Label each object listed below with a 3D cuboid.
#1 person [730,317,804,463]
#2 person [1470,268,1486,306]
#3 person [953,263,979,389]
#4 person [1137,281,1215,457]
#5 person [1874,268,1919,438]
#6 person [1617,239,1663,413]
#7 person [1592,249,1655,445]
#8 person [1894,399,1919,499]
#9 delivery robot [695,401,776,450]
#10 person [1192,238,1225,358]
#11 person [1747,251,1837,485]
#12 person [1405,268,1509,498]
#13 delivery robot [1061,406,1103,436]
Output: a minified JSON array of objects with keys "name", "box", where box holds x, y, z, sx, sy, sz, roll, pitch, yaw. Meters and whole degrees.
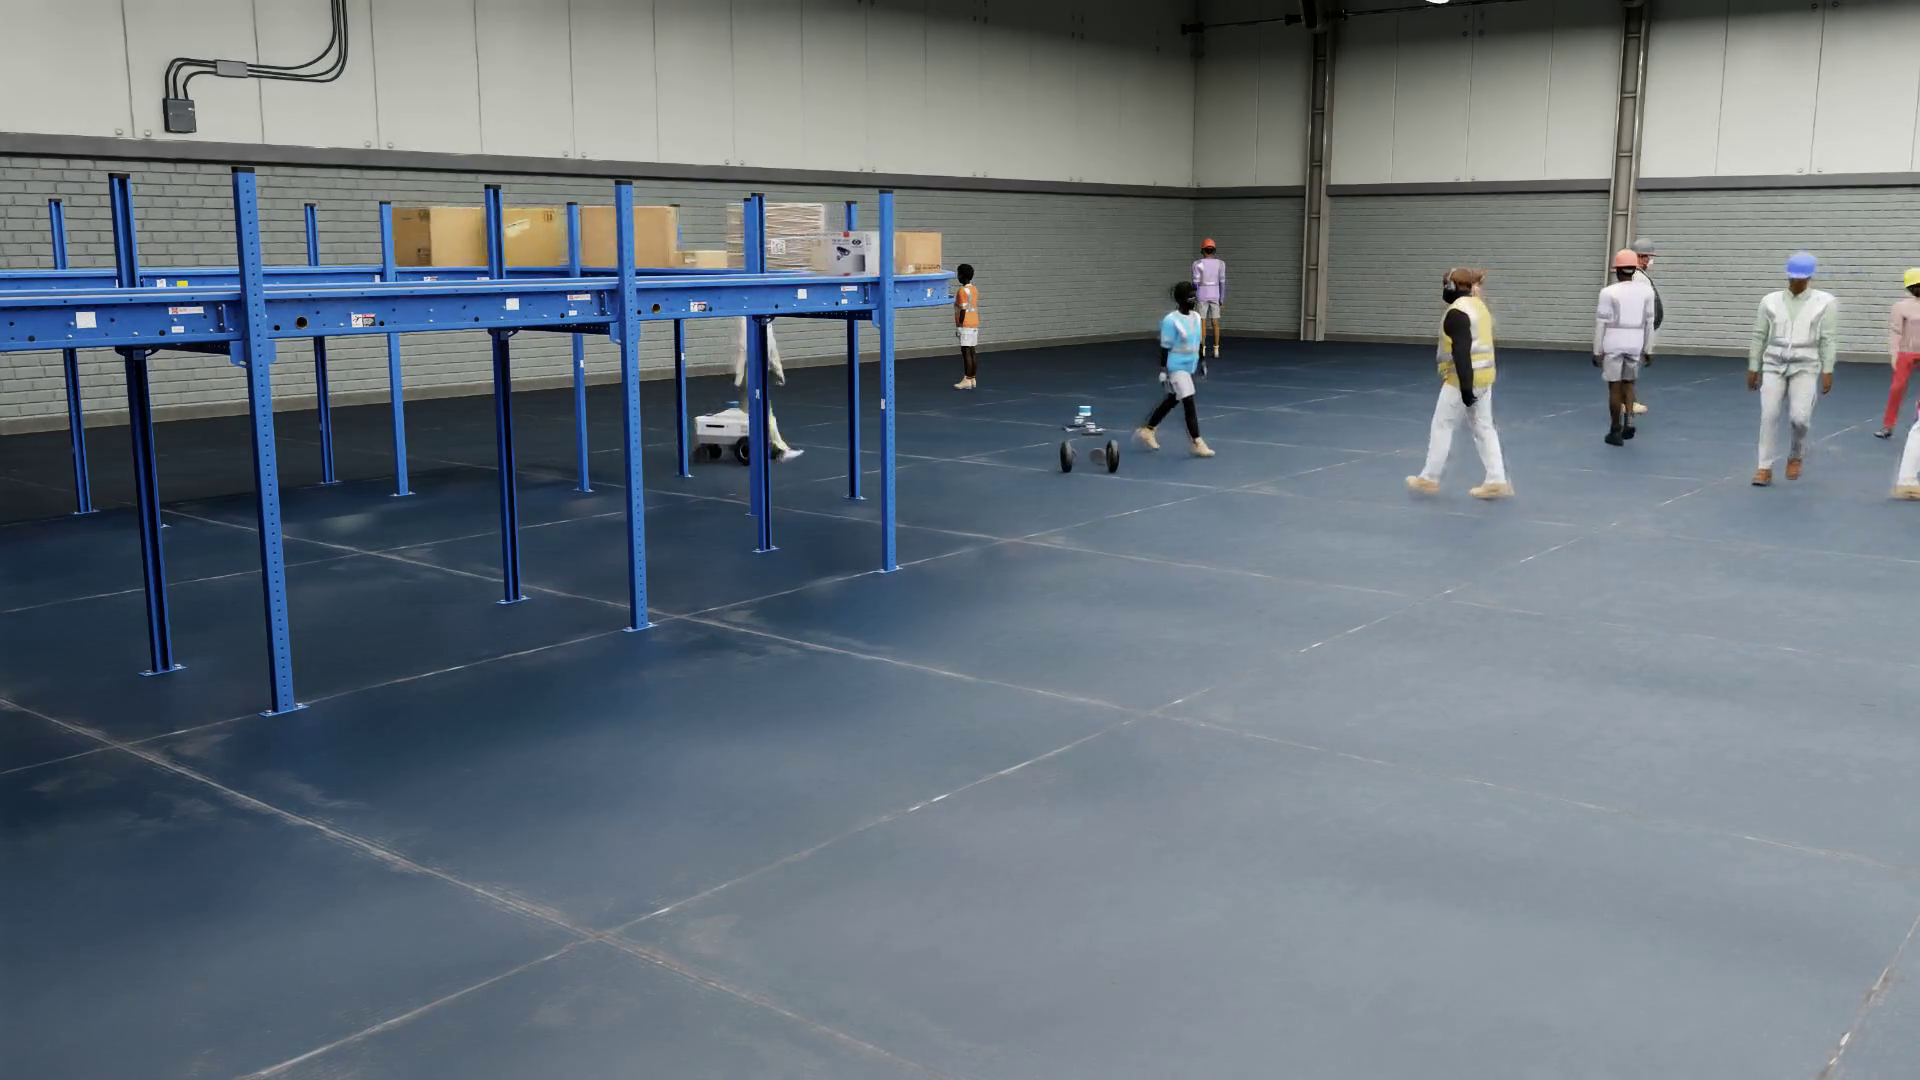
[{"name":"person","box":[-1.776,-1.489,15.083,0.843,1.589,0.543,3,11,18]},{"name":"person","box":[7.236,-2.997,23.338,0.403,1.632,0.531,0,10,-1]},{"name":"person","box":[0.085,-2.916,22.707,0.318,1.699,0.535,3,11,18]},{"name":"person","box":[2.041,-1.633,15.731,0.862,1.649,0.582,9,14,41]},{"name":"person","box":[9.687,-1.879,16.878,0.625,1.731,0.358,3,11,15]},{"name":"person","box":[8.025,-2.521,19.687,0.536,2.000,0.688,2,10,12]},{"name":"person","box":[6.566,-1.913,16.517,0.568,1.923,0.400,0,10,-2]},{"name":"person","box":[7.792,-1.199,12.914,0.941,1.792,0.643,-1,10,-4]},{"name":"delivery robot","box":[-2.067,-1.030,15.284,0.707,0.478,0.477,3,11,17]},{"name":"person","box":[4.270,-4.183,28.766,0.609,2.044,0.396,-2,11,-13]},{"name":"person","box":[6.823,-1.404,13.677,0.654,1.923,0.441,8,13,36]},{"name":"person","box":[3.956,-1.238,13.135,0.900,1.792,0.650,8,13,38]},{"name":"delivery robot","box":[1.111,-1.079,14.831,0.335,0.223,0.698,-1,10,-8]}]
